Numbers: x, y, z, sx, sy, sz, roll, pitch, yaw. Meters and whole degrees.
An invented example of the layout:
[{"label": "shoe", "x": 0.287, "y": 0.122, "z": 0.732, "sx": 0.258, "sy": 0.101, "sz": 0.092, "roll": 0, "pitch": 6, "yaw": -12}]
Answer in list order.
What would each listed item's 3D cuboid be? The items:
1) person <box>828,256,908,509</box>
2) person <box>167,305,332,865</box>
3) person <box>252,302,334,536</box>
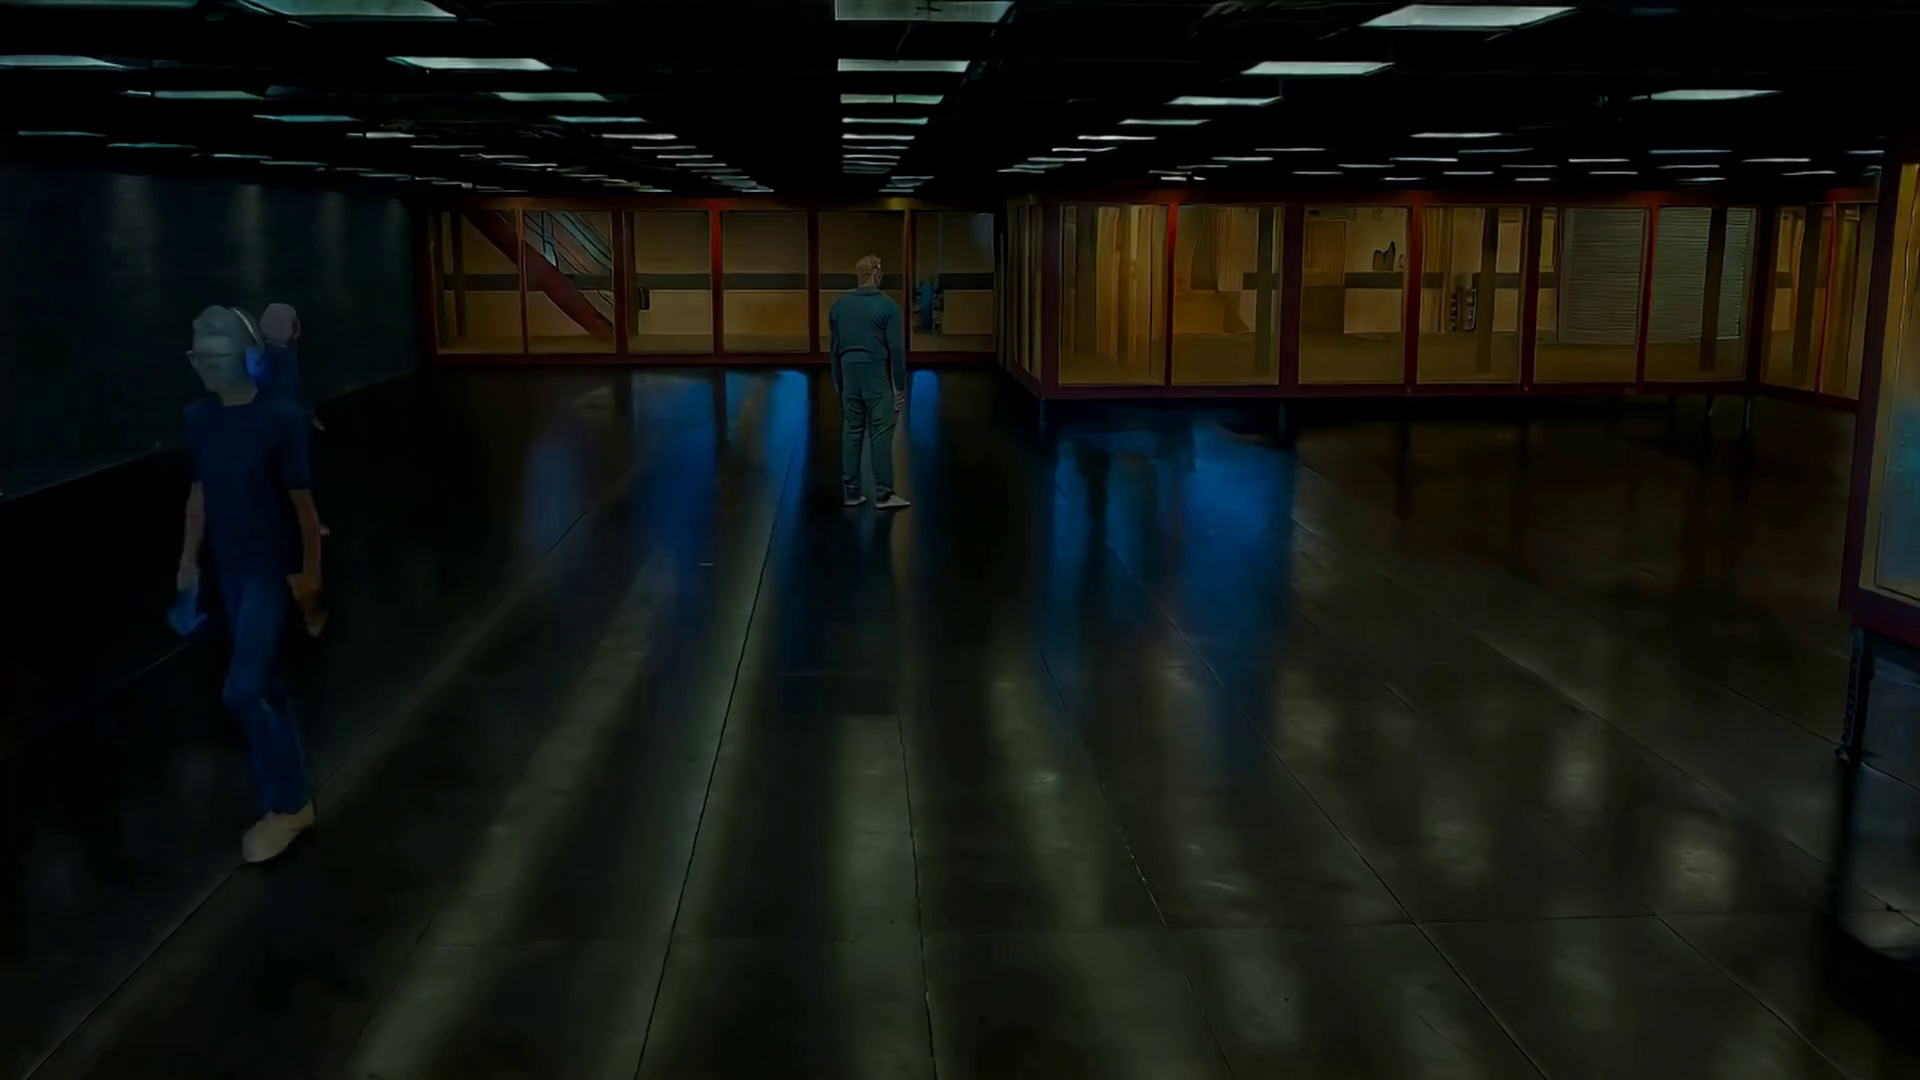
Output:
[{"label": "person", "x": -0.669, "y": -1.189, "z": 12.602, "sx": 0.651, "sy": 1.906, "sz": 0.403, "roll": 6, "pitch": 12, "yaw": 31}, {"label": "person", "x": -2.417, "y": 0.152, "z": 5.547, "sx": 0.512, "sy": 1.851, "sz": 0.570, "roll": 6, "pitch": 12, "yaw": 30}, {"label": "person", "x": -4.578, "y": -0.818, "z": 11.422, "sx": 0.696, "sy": 1.603, "sz": 0.500, "roll": -1, "pitch": 11, "yaw": -4}]
